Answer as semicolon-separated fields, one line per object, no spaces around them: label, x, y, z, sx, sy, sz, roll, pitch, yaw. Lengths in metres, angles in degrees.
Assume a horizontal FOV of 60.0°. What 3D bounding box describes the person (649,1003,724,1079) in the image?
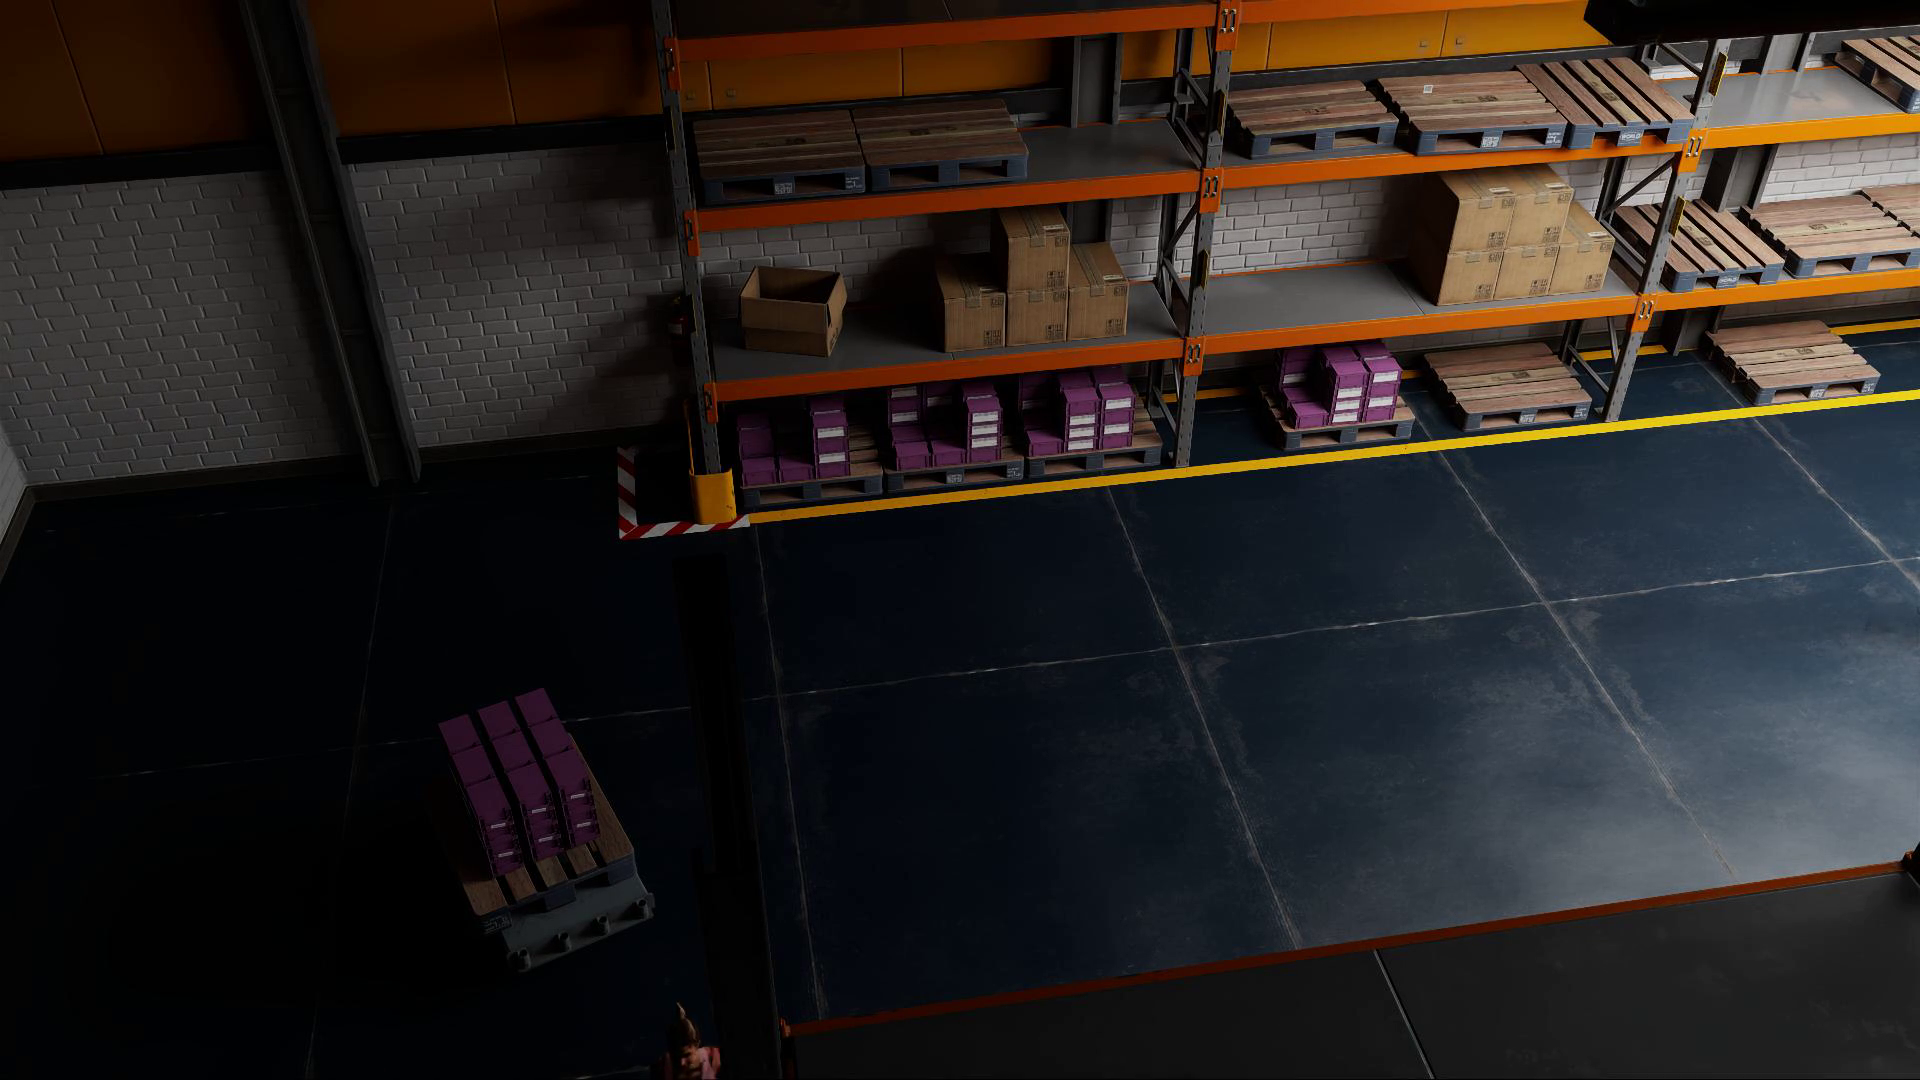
person;-1.356;2.941;8.646;0.813;1.625;0.725;1;39;1
